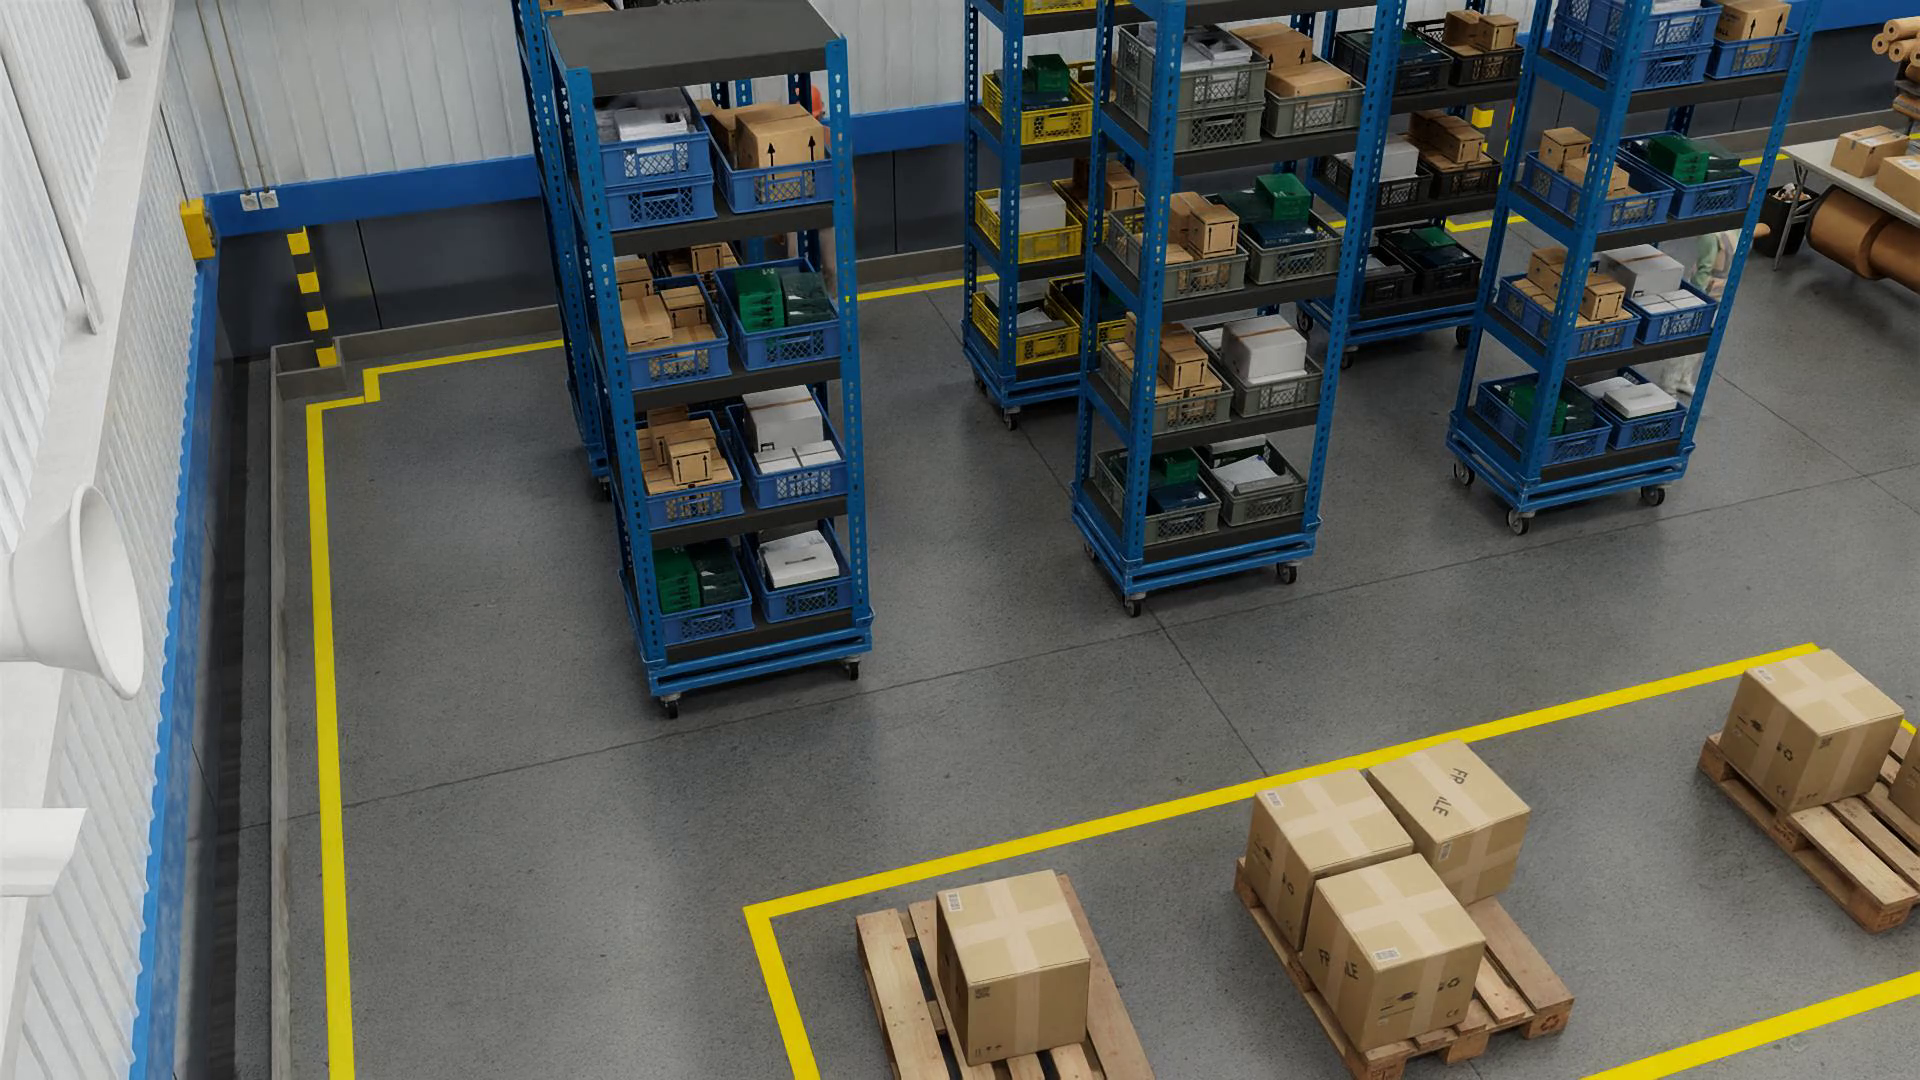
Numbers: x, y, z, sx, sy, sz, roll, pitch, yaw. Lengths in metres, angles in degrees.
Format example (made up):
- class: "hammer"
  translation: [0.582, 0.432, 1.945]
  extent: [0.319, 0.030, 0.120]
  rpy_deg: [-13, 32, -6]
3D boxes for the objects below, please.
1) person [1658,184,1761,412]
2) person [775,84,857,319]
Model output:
- class: "person"
  translation: [5.043, -1.652, 11.195]
  extent: [0.311, 1.636, 0.523]
  rpy_deg: [29, 45, 35]
- class: "person"
  translation: [-1.032, -2.277, 11.788]
  extent: [0.619, 1.988, 0.405]
  rpy_deg: [-4, 35, -5]
